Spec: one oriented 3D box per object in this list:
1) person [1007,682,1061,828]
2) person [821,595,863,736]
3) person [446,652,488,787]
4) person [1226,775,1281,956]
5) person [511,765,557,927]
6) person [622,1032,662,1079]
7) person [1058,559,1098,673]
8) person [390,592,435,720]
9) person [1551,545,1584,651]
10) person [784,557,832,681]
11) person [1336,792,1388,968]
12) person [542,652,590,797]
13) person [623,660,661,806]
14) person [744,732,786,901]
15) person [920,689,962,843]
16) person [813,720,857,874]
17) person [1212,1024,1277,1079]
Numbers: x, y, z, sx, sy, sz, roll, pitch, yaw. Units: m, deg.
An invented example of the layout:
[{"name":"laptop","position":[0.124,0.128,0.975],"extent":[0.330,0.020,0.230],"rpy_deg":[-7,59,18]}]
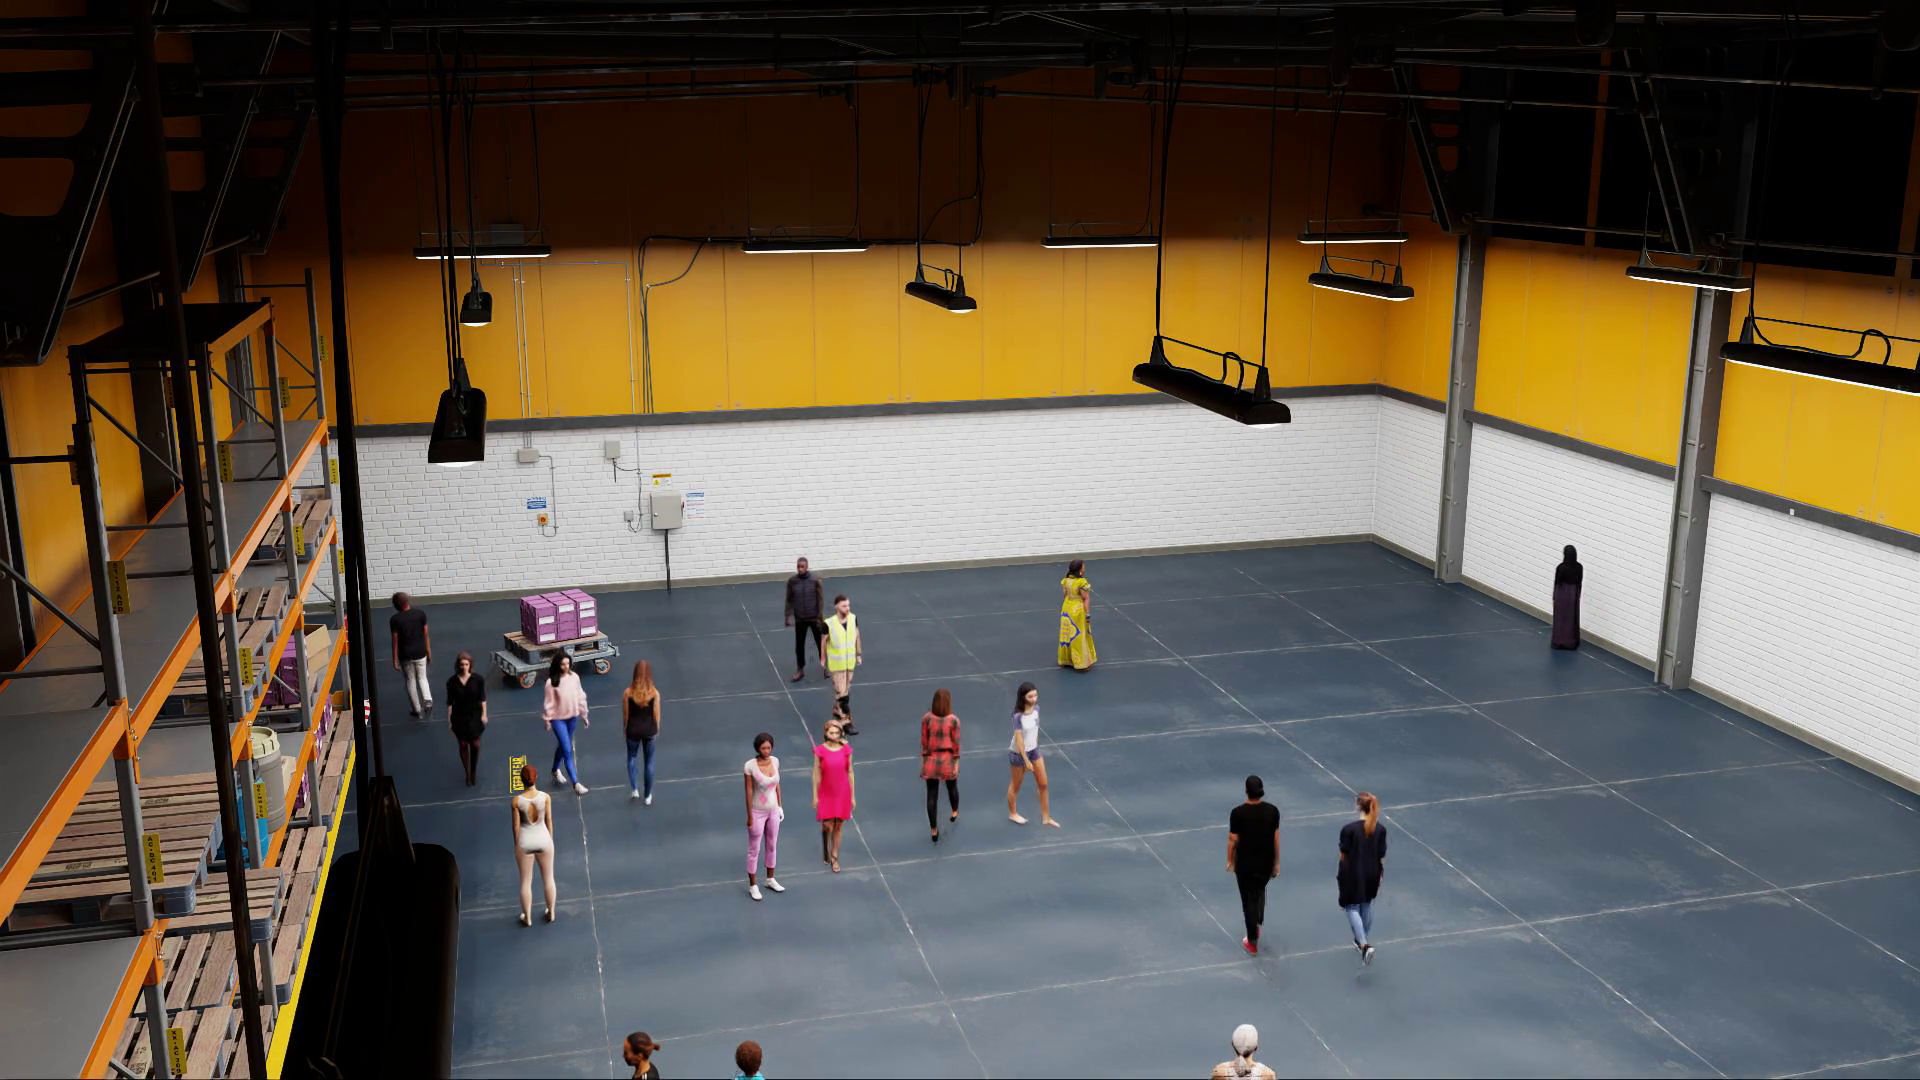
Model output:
[{"name":"person","position":[0.657,2.403,18.726],"extent":[1.002,1.710,0.863],"rpy_deg":[13,19,43]},{"name":"person","position":[-1.569,1.598,21.836],"extent":[0.979,1.809,1.216],"rpy_deg":[-10,17,-36]},{"name":"person","position":[-5.899,2.125,19.911],"extent":[0.599,1.691,0.607],"rpy_deg":[-3,14,-12]},{"name":"person","position":[2.814,3.102,15.760],"extent":[0.689,1.746,0.777],"rpy_deg":[-2,14,-7]},{"name":"person","position":[-4.196,2.998,16.408],"extent":[0.551,1.643,0.495],"rpy_deg":[-5,14,-20]},{"name":"person","position":[-2.148,4.169,11.521],"extent":[0.647,1.668,0.466],"rpy_deg":[-3,14,-12]},{"name":"person","position":[1.697,1.079,24.299],"extent":[1.042,1.660,0.911],"rpy_deg":[-12,18,-40]},{"name":"person","position":[-7.229,1.576,22.013],"extent":[0.847,1.770,0.990],"rpy_deg":[-8,16,-31]},{"name":"person","position":[9.241,0.863,25.292],"extent":[0.658,1.611,0.676],"rpy_deg":[-1,14,-4]},{"name":"person","position":[-2.189,1.112,23.805],"extent":[0.916,1.828,0.869],"rpy_deg":[2,14,8]},{"name":"person","position":[3.778,3.189,15.568],"extent":[0.699,1.667,0.999],"rpy_deg":[-1,14,-4]},{"name":"person","position":[-4.746,2.153,19.759],"extent":[1.233,1.708,1.023],"rpy_deg":[13,19,42]},{"name":"person","position":[-3.691,2.266,19.295],"extent":[0.609,1.708,0.613],"rpy_deg":[-3,14,-10]},{"name":"person","position":[-2.017,2.795,17.033],"extent":[0.653,1.744,0.649],"rpy_deg":[-11,18,-39]},{"name":"person","position":[-0.240,2.512,18.371],"extent":[0.870,1.665,1.095],"rpy_deg":[2,14,7]},{"name":"person","position":[-1.346,2.670,17.610],"extent":[0.595,1.715,0.622],"rpy_deg":[-4,14,-14]},{"name":"person","position":[1.933,4.192,11.434],"extent":[0.968,1.664,1.247],"rpy_deg":[3,14,13]}]
